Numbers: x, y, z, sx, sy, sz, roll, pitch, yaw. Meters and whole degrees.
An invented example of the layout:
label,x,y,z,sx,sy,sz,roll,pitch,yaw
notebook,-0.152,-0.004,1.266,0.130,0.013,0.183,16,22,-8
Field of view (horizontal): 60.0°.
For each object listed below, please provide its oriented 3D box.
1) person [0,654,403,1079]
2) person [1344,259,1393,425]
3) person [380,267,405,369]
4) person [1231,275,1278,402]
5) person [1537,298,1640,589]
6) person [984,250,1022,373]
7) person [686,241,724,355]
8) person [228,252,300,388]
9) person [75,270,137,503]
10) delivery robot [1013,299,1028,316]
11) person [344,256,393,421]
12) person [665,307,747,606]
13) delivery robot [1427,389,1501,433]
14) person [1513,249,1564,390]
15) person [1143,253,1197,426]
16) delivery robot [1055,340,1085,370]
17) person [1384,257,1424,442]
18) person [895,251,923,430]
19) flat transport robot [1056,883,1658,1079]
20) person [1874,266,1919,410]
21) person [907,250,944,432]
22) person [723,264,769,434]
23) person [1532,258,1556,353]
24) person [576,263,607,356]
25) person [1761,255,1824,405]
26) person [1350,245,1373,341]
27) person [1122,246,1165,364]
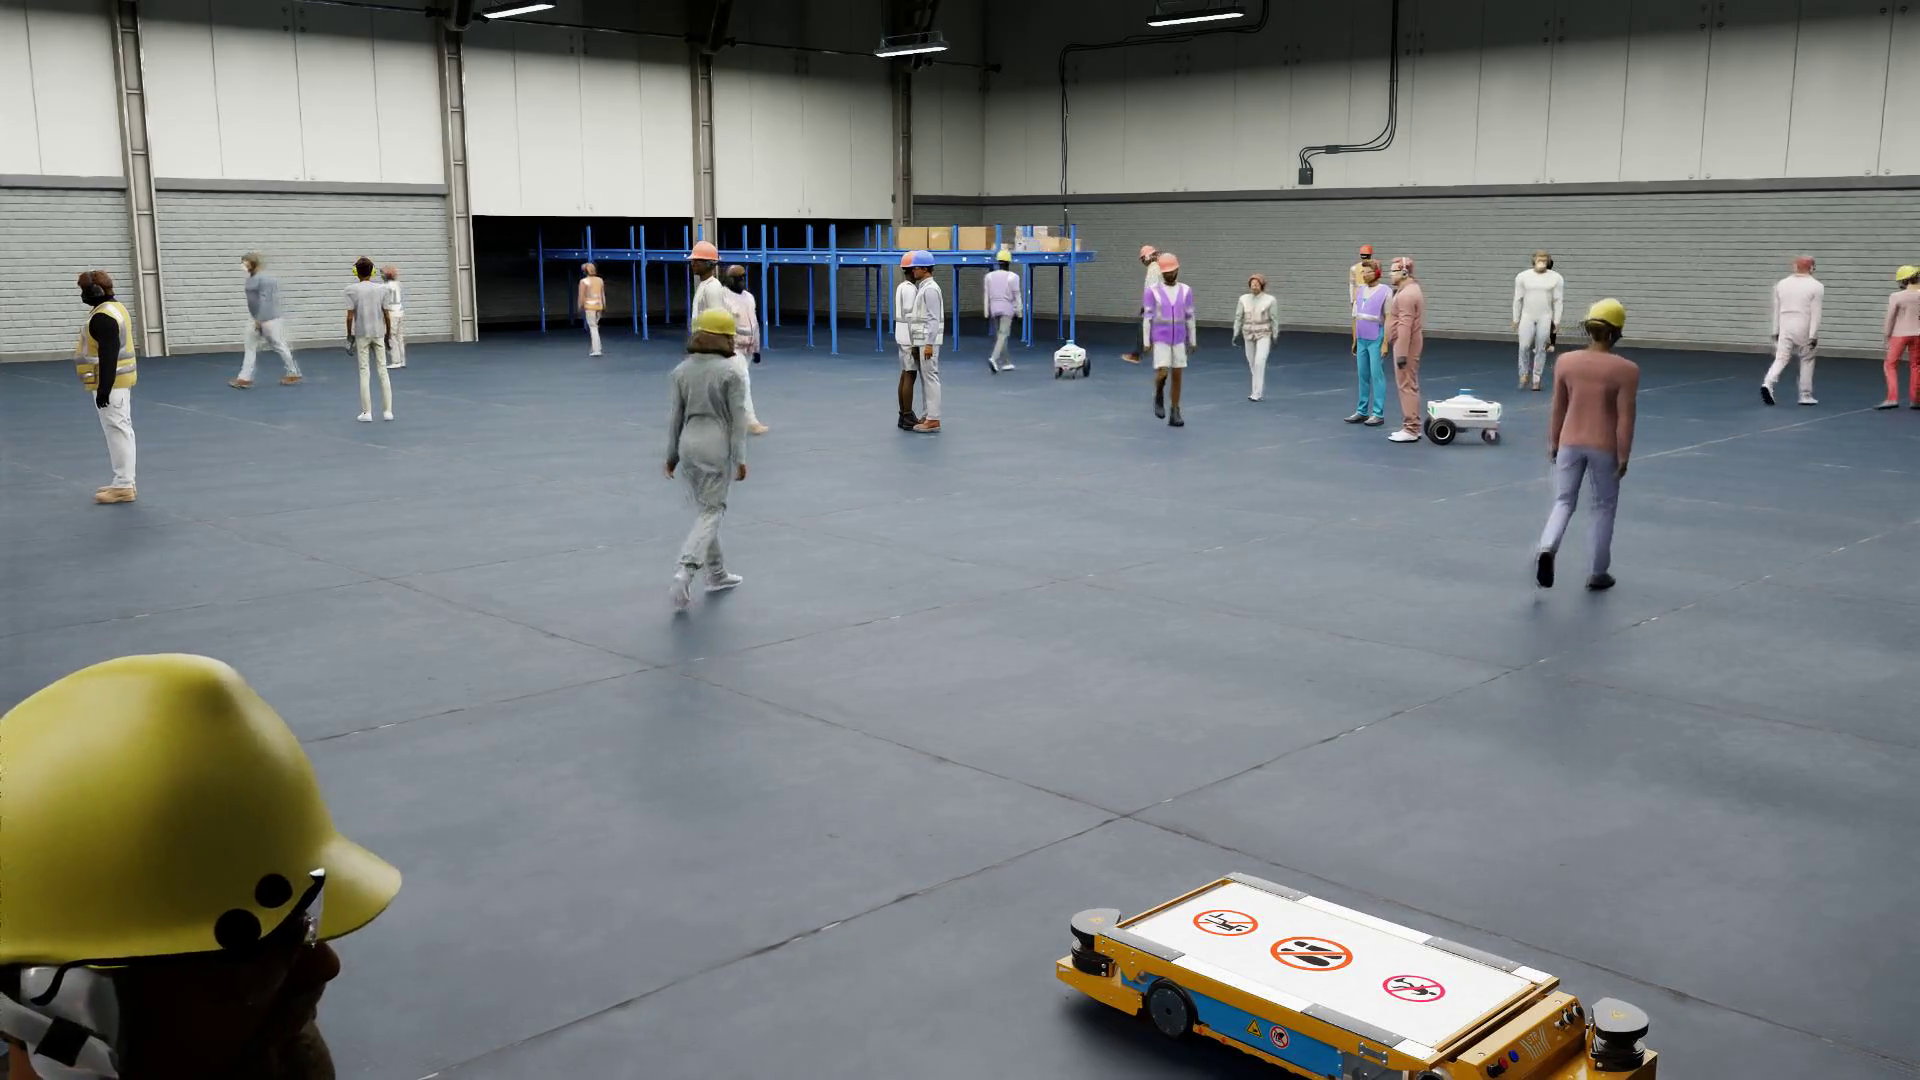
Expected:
label,x,y,z,sx,sy,sz,roll,pitch,yaw
person,-0.561,0.978,1.262,0.404,1.830,0.601,-2,11,-11
person,4.631,-2.221,18.678,0.373,1.840,0.571,-5,12,-26
person,-9.053,-3.547,26.547,0.315,1.613,0.657,-1,10,-7
person,3.724,-2.546,21.100,0.527,1.602,0.824,7,12,32
person,3.703,-0.551,9.832,0.526,1.744,0.673,9,14,40
person,0.645,-3.561,25.866,0.599,1.893,0.928,6,12,28
person,-2.513,-1.922,16.487,0.358,2.047,0.615,-3,11,-17
person,-9.762,-3.076,23.272,0.630,1.882,1.049,8,13,36
person,-6.820,-1.233,13.305,0.429,1.840,0.621,-4,11,-19
delivery robot,1.381,-5.810,41.623,0.477,0.478,0.707,-10,14,-44
person,-6.763,-2.301,19.035,0.518,1.874,0.329,-6,12,-29
person,-1.510,-0.494,9.658,0.521,1.700,0.813,5,12,26
delivery robot,5.175,-1.308,17.075,0.707,0.478,0.477,2,11,9
person,7.869,-2.987,22.671,0.643,1.916,0.678,3,11,18
person,2.349,-2.230,18.525,0.627,1.916,0.499,-2,11,-12
delivery robot,1.656,-2.756,24.971,0.477,0.478,0.707,3,11,16
person,4.596,-1.965,17.212,0.432,1.891,0.657,4,11,20
person,-0.525,-2.188,18.239,0.358,1.938,0.542,-2,11,-12
flat transport robot,1.002,1.205,4.401,0.652,0.197,1.431,-10,14,-44
person,11.501,-2.455,20.242,0.764,1.739,0.414,-1,10,-3
person,-0.372,-2.156,18.034,0.394,1.946,0.618,-2,11,-9
person,-2.455,-2.079,18.014,0.930,1.808,0.634,6,12,32
person,10.563,-4.220,29.971,0.535,1.699,0.322,-2,11,-11
person,-6.504,-4.043,29.205,0.613,1.616,0.535,7,13,34
person,10.404,-2.612,20.741,0.876,1.879,0.650,-7,12,-32
person,7.388,-4.417,30.395,0.544,1.939,0.354,7,12,32
person,3.155,-3.873,27.461,0.892,1.927,0.635,2,11,10
